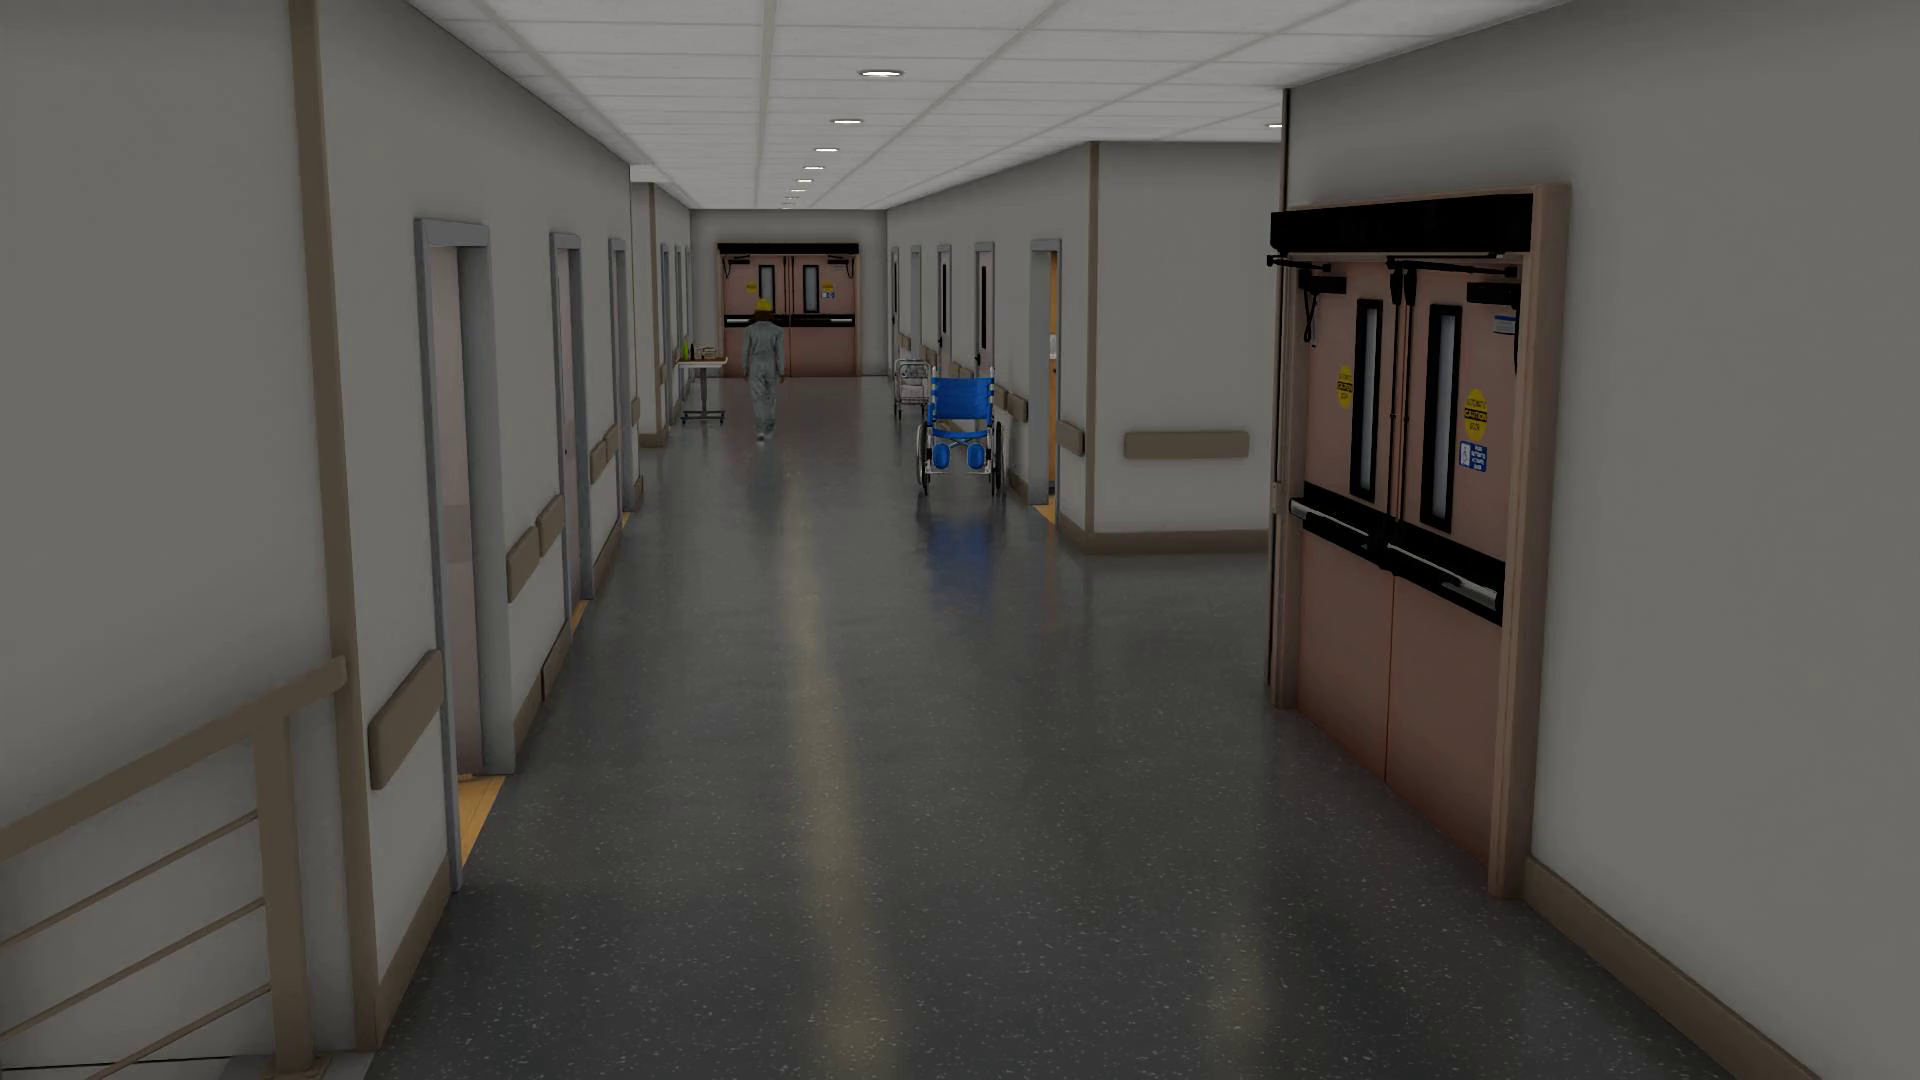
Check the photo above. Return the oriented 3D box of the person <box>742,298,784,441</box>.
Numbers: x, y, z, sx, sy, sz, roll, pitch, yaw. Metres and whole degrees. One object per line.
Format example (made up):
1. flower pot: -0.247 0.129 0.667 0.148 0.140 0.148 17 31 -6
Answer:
1. person: -2.358 -2.052 19.991 0.498 1.696 0.926 -2 10 -9
